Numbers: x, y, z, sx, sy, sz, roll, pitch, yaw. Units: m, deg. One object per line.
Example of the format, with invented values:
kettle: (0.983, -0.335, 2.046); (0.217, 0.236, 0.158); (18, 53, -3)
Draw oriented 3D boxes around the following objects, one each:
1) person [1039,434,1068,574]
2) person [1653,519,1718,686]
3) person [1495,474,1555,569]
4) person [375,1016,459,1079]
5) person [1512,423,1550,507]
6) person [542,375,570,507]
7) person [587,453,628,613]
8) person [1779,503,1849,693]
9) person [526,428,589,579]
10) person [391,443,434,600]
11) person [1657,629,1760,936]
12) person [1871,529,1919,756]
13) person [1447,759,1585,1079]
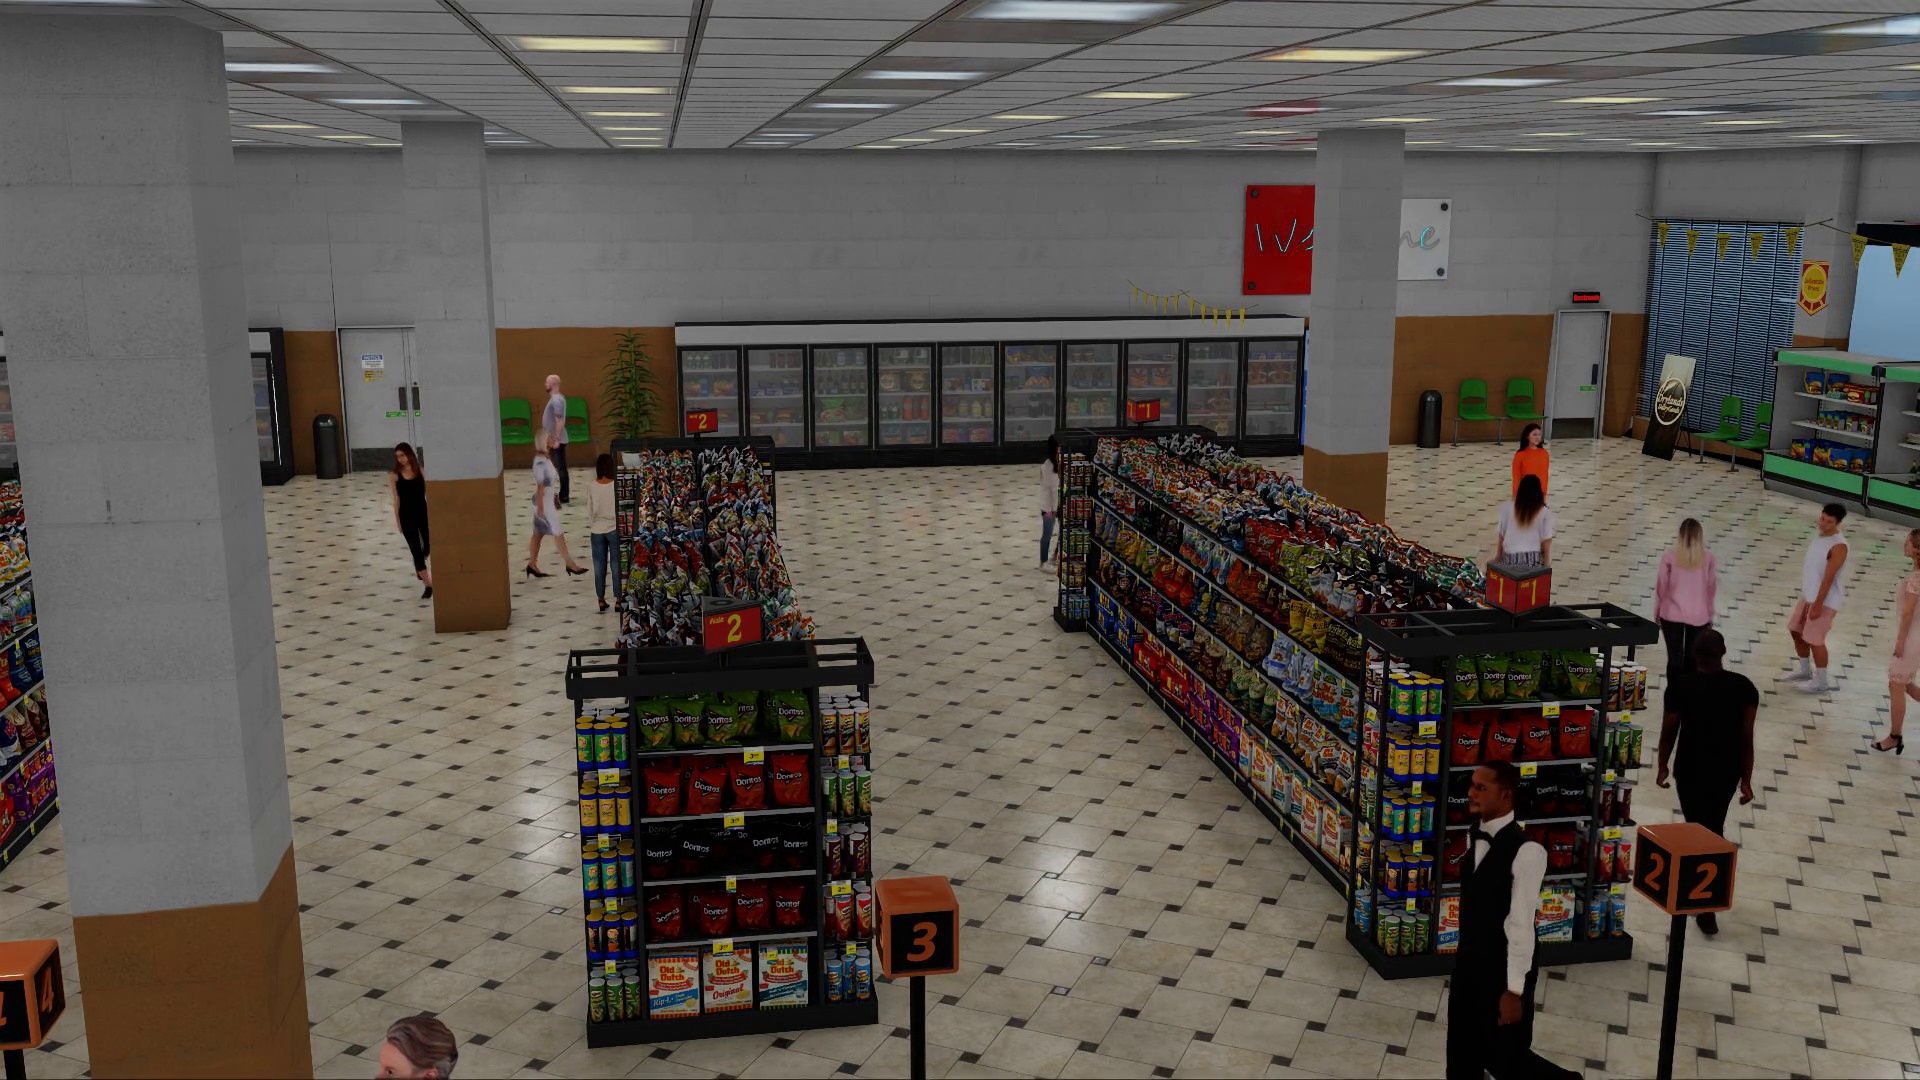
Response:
person: (1.020, -0.418, 19.212); (0.818, 1.622, 0.753); (8, 14, 33)
person: (6.078, 0.667, 13.924); (0.732, 1.678, 0.756); (3, 12, 15)
person: (5.456, 0.196, 16.193); (0.919, 1.665, 1.000); (6, 13, 25)
person: (-1.692, 2.385, 5.295); (0.715, 1.871, 0.789); (9, 15, 37)
person: (6.565, -0.486, 19.230); (0.638, 1.747, 0.580); (-4, 12, -16)
person: (-5.687, -1.424, 23.466); (0.733, 1.837, 0.519); (-3, 12, -13)
person: (-3.695, -0.081, 17.465); (0.698, 1.682, 0.685); (3, 12, 16)
person: (7.545, 0.514, 14.521); (0.853, 1.730, 0.653); (4, 12, 17)
person: (-4.797, -0.393, 18.852); (0.648, 1.722, 0.841); (-2, 12, -11)
person: (-5.919, -0.216, 18.092); (0.736, 1.688, 1.094); (-5, 13, -23)
person: (4.458, 1.464, 9.892); (0.934, 1.780, 1.206); (2, 12, 11)
person: (7.451, 0.818, 12.860); (0.820, 1.820, 0.923); (-11, 16, -41)
person: (2.495, 1.911, 7.486); (0.838, 1.896, 1.026); (-4, 12, -17)
